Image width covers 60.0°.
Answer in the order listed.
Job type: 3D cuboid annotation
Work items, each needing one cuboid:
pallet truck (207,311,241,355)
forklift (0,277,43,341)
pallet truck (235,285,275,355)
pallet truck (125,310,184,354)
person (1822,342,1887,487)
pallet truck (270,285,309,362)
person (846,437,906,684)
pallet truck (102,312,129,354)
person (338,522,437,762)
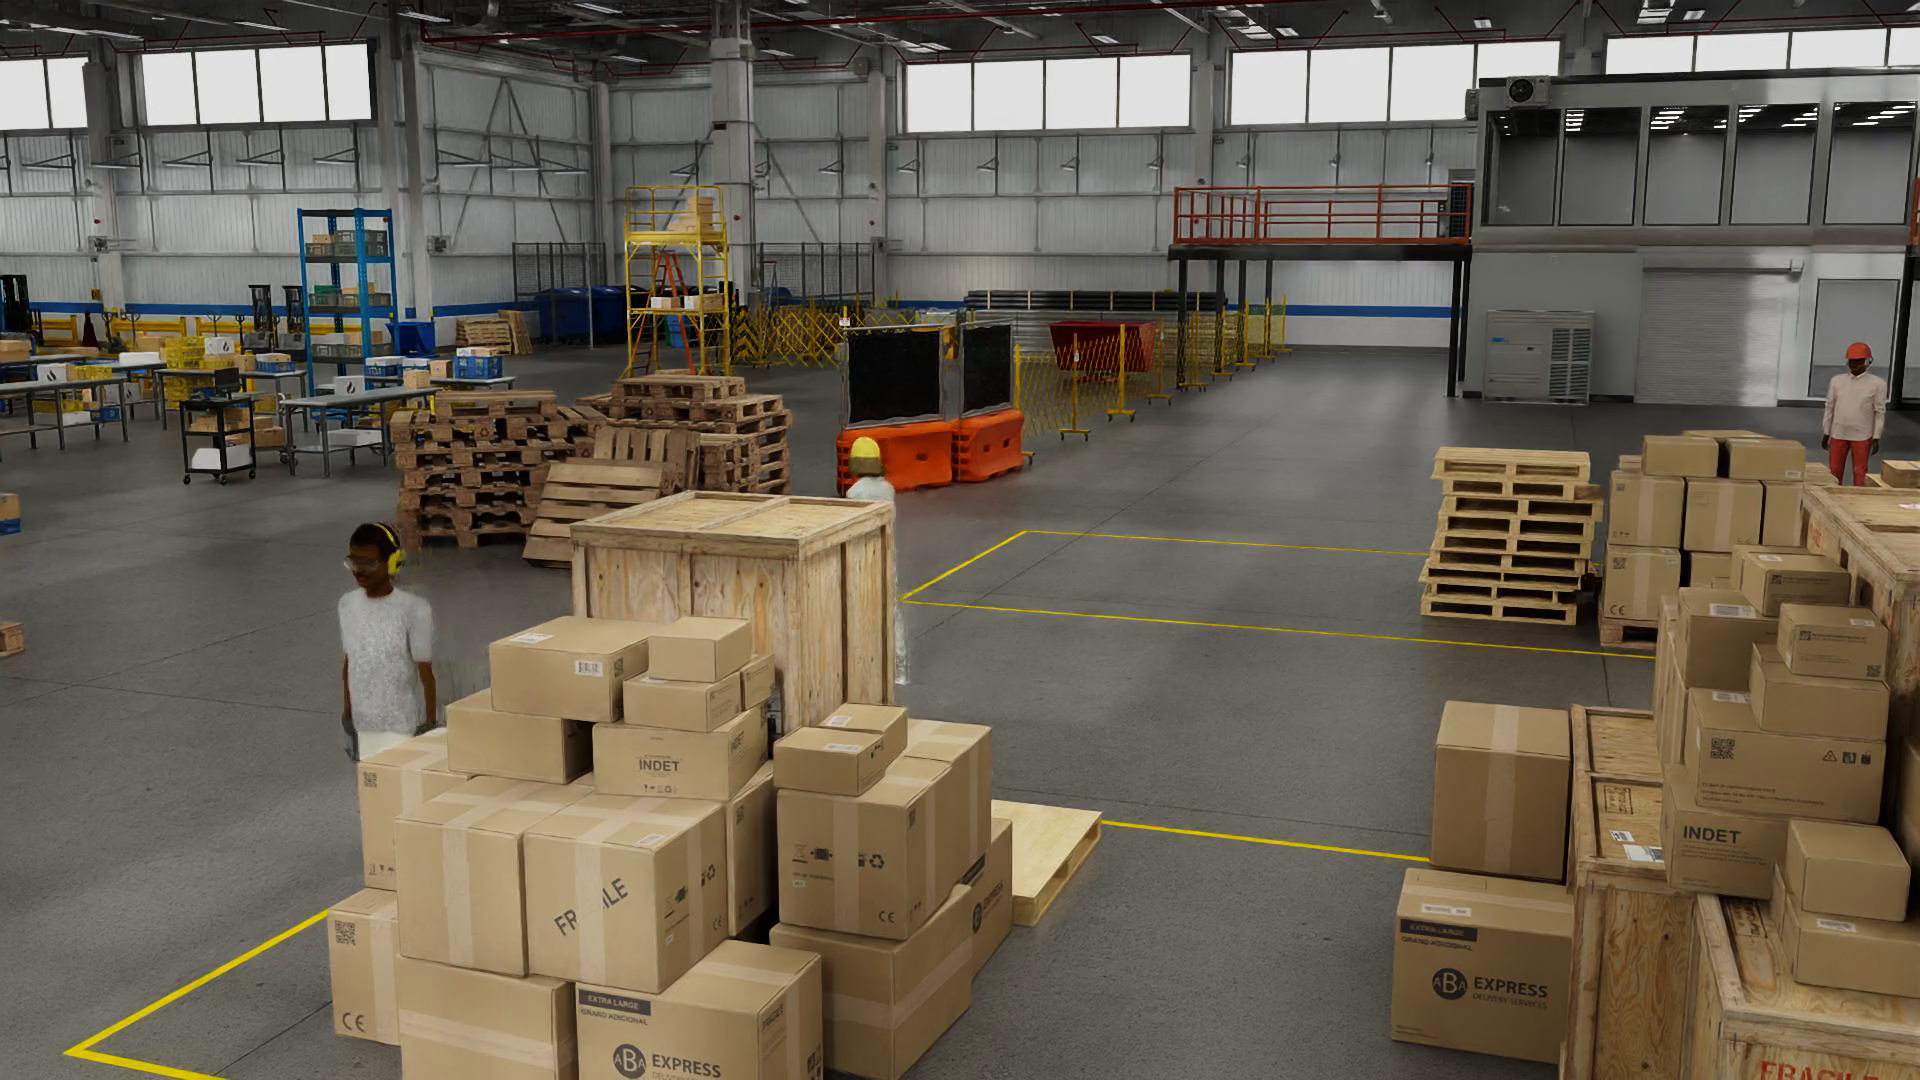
[{"bbox_3d":[-19.537,-5.575,44.913,0.653,1.274,1.630,3,11,19],"label":"pallet truck"},{"bbox_3d":[-27.151,-6.329,46.328,1.157,1.987,2.680,3,11,17],"label":"forklift"},{"bbox_3d":[-18.327,-5.835,44.421,0.823,1.965,1.885,4,11,23],"label":"pallet truck"},{"bbox_3d":[-22.038,-5.665,45.457,0.704,1.261,1.522,3,11,17],"label":"pallet truck"},{"bbox_3d":[9.630,-1.137,17.971,0.377,1.995,0.608,-9,14,-42],"label":"person"},{"bbox_3d":[-17.147,-5.700,43.663,0.823,1.965,1.885,3,11,17],"label":"pallet truck"},{"bbox_3d":[-0.690,0.132,11.632,0.851,1.705,0.500,9,13,41],"label":"person"},{"bbox_3d":[-23.057,-5.777,46.261,0.680,1.201,1.601,3,11,19],"label":"pallet truck"},{"bbox_3d":[-2.510,0.814,7.417,0.518,1.850,0.773,4,11,22],"label":"person"}]
